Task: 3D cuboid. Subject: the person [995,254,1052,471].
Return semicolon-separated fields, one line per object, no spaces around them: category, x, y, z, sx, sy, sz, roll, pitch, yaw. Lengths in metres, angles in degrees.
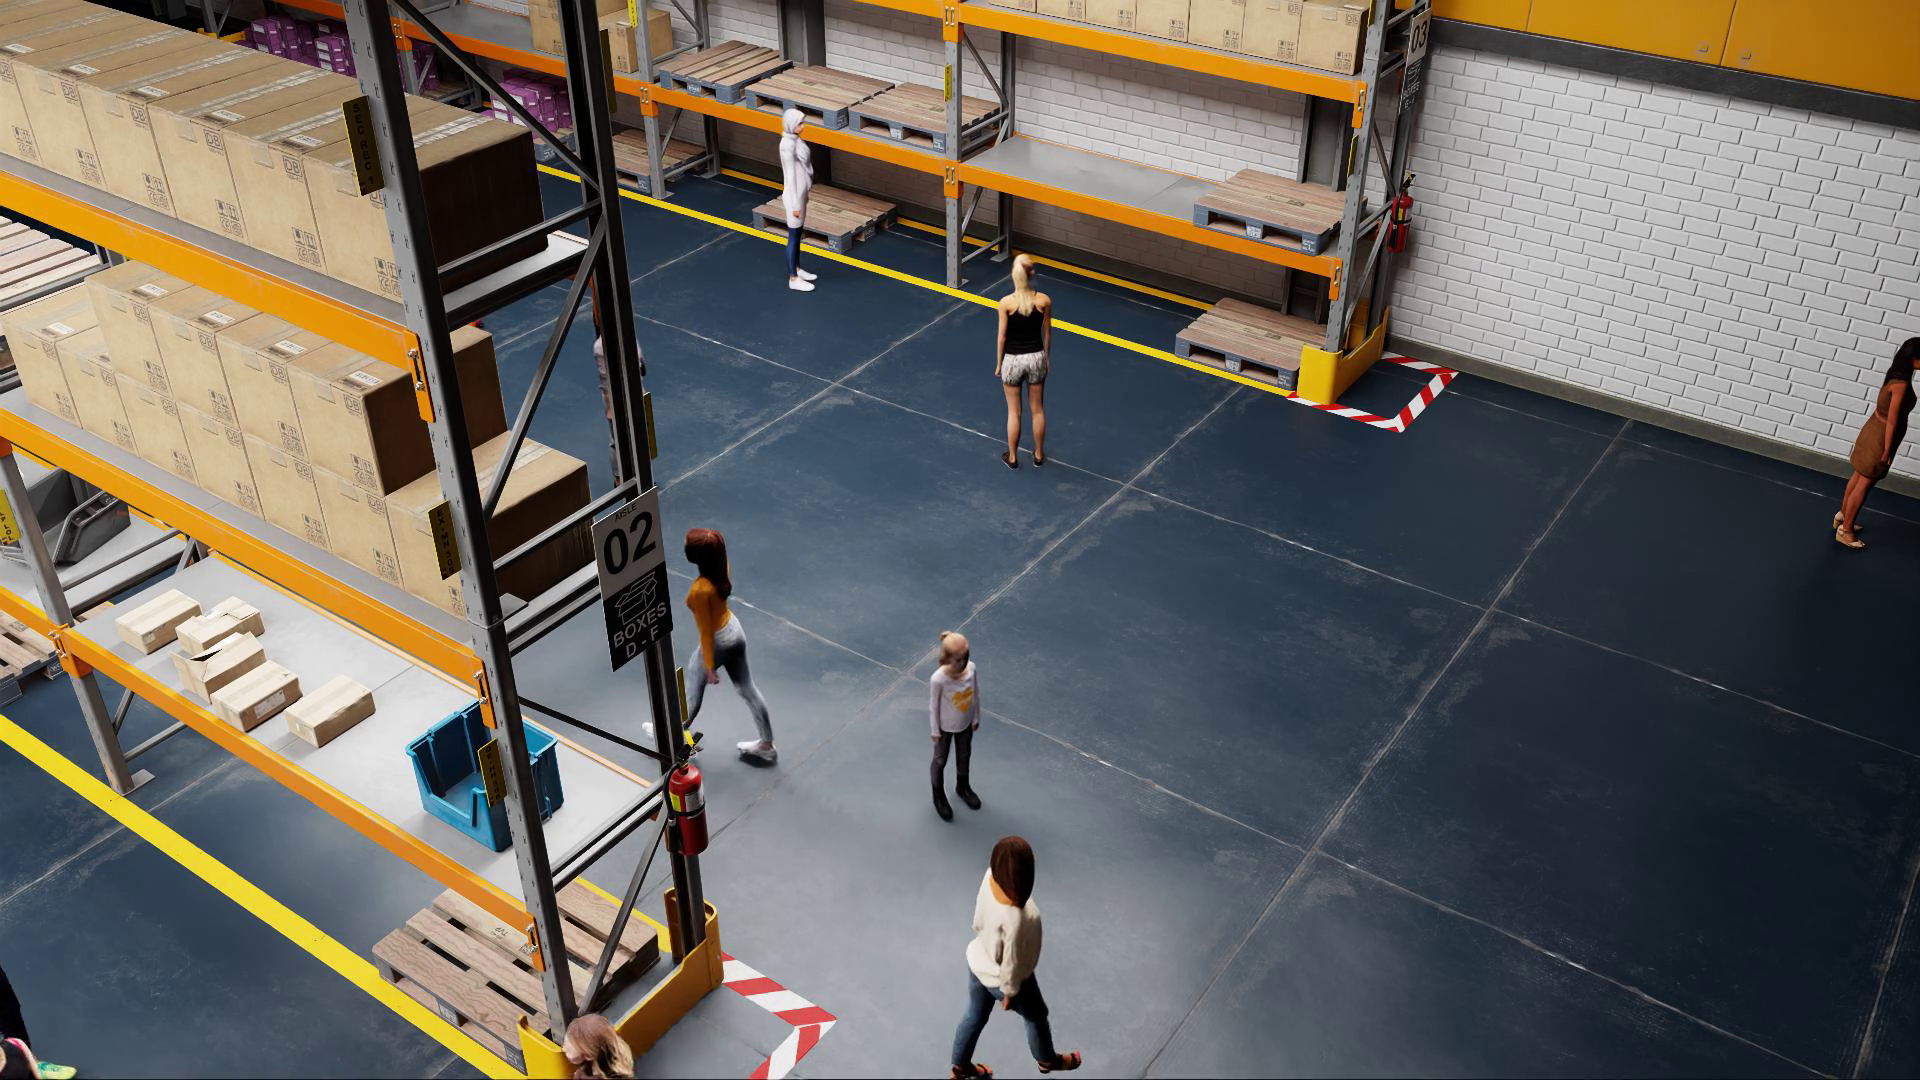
person;0.510;-1.414;13.186;0.662;1.844;0.732;-4;34;-6

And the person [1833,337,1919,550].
person;6.810;-0.734;12.306;0.571;1.685;0.606;13;36;19

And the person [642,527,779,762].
person;-1.380;0.680;10.161;1.161;1.705;0.806;11;35;16

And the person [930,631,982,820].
person;-0.046;1.078;9.947;0.562;1.278;0.594;-19;38;-26

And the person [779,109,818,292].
person;-1.594;-3.296;16.077;0.691;1.777;0.689;3;34;5

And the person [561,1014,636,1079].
person;-1.396;2.652;7.204;0.787;1.693;0.741;-1;34;-1

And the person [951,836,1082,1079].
person;0.121;2.096;8.073;0.978;1.658;0.965;-12;36;-18

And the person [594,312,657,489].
person;-2.607;-1.105;12.873;0.640;1.676;0.668;14;36;20
